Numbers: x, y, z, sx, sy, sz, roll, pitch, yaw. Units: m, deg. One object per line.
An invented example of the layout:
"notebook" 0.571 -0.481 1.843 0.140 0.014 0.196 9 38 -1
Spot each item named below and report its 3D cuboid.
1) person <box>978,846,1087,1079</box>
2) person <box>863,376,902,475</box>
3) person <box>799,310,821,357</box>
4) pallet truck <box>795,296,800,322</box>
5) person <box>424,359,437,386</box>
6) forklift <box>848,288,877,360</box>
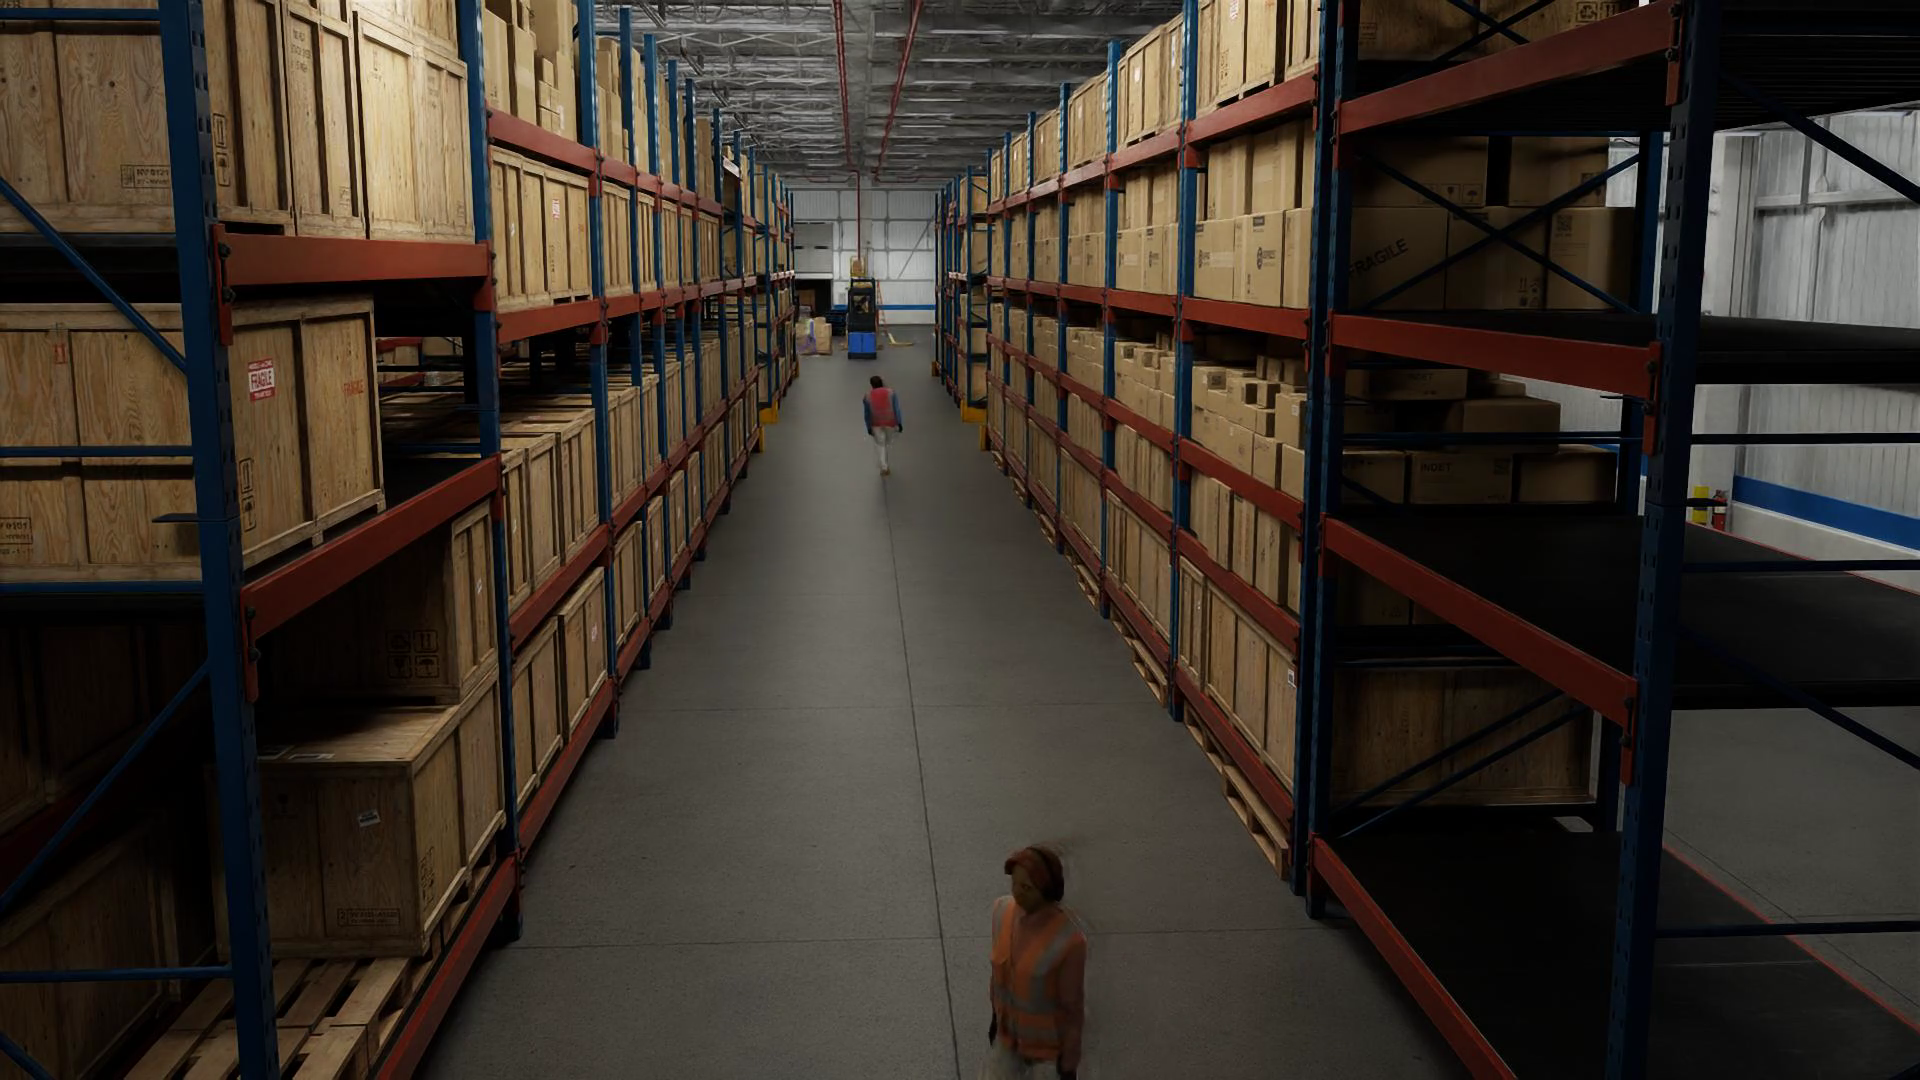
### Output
"person" 0.278 1.964 6.460 0.391 1.619 0.552 -8 12 -40
"person" -1.412 -2.077 30.180 0.685 1.772 0.946 -1 10 -9
"person" -6.080 -8.330 67.193 0.793 1.888 0.592 -4 10 -21
"pallet truck" -8.622 -12.439 91.403 1.885 1.965 0.823 2 10 13
"person" -12.236 -3.327 38.149 0.776 1.608 0.516 -2 10 -10
"forklift" -3.843 -8.475 65.095 1.129 2.768 1.873 -1 10 -4
